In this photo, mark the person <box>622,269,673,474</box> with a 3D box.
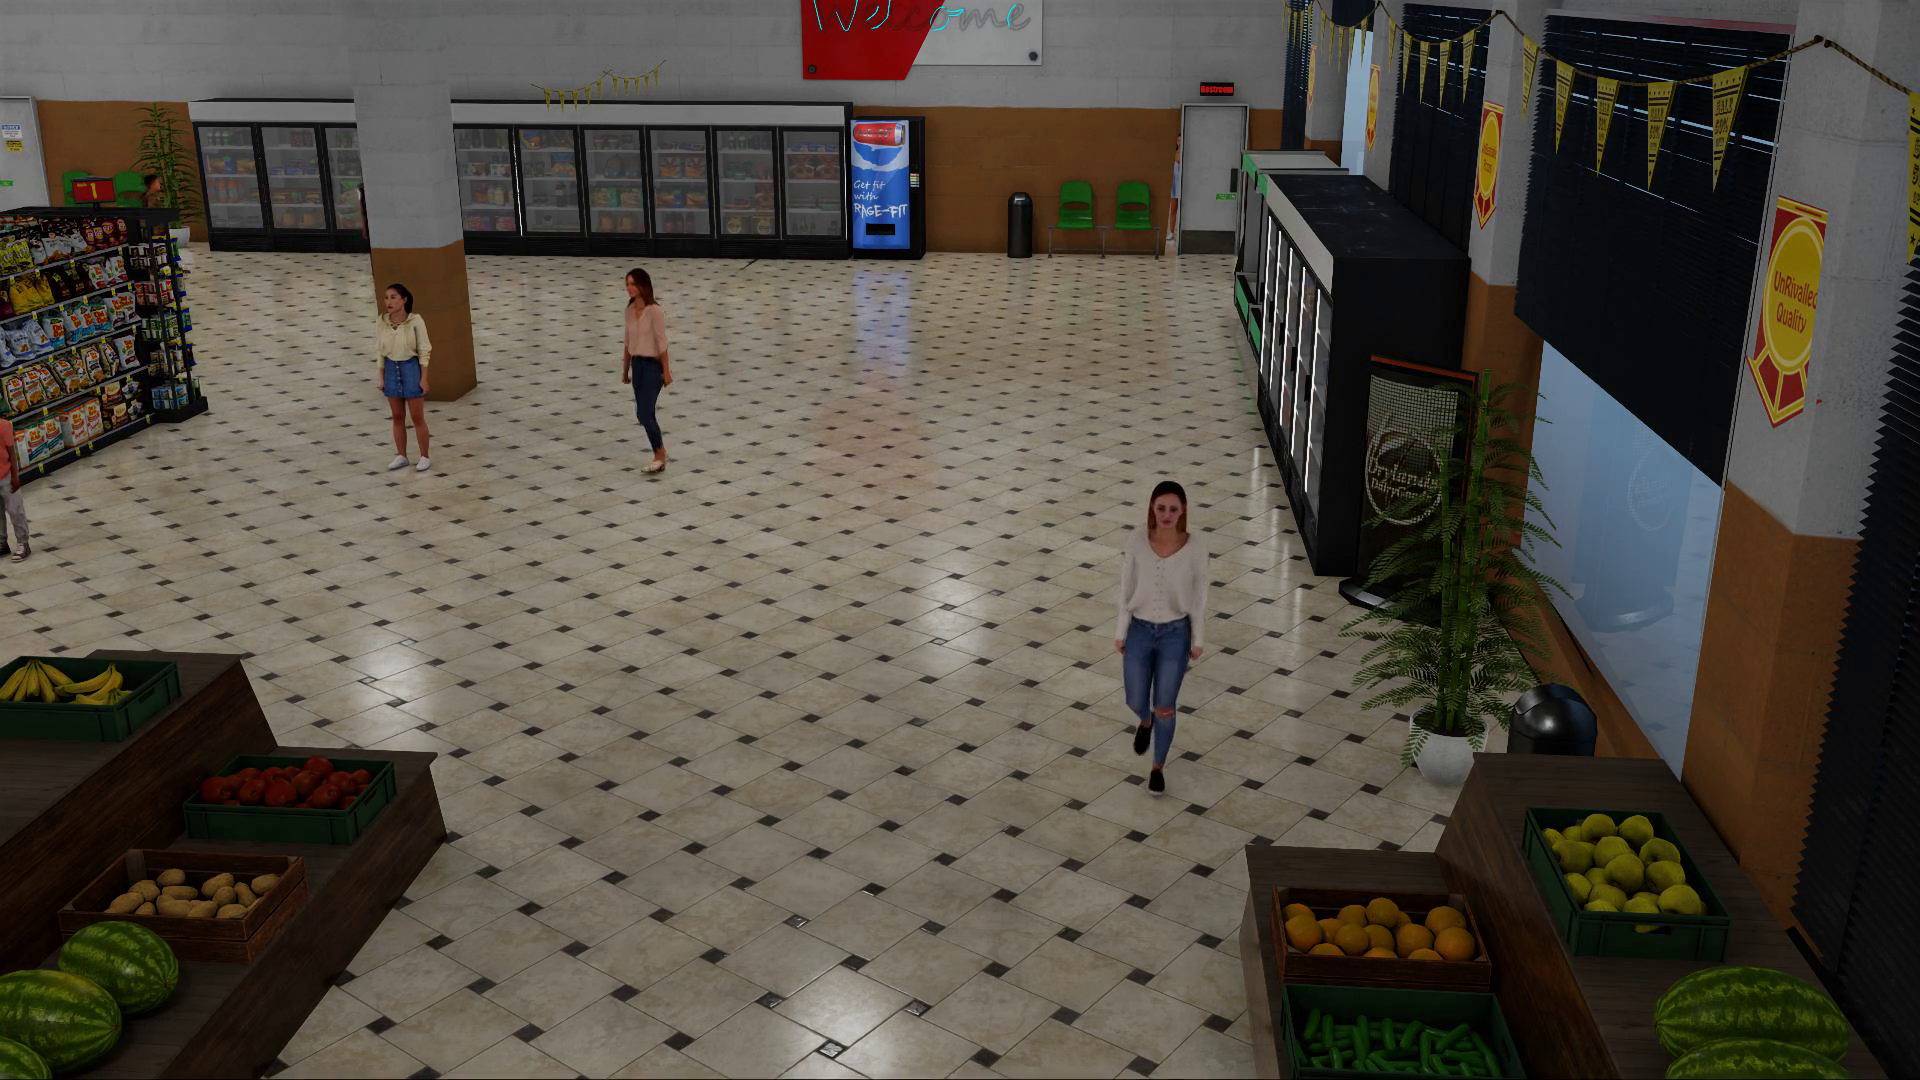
[{"bbox_3d":[-2.618,-1.452,14.312,0.731,1.780,0.762,14,23,36],"label":"person"}]

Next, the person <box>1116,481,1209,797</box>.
[{"bbox_3d":[1.041,0.486,8.720,0.666,1.681,0.783,4,19,12],"label":"person"}]

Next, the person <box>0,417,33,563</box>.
[{"bbox_3d":[-7.068,-0.496,12.211,0.480,1.311,0.461,2,19,5],"label":"person"}]

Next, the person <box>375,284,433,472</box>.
[{"bbox_3d":[-4.821,-1.417,14.441,0.643,1.631,0.558,3,19,8],"label":"person"}]

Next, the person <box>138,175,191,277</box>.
[{"bbox_3d":[-11.590,-4.493,23.867,0.847,1.438,0.818,-10,21,-26],"label":"person"}]
